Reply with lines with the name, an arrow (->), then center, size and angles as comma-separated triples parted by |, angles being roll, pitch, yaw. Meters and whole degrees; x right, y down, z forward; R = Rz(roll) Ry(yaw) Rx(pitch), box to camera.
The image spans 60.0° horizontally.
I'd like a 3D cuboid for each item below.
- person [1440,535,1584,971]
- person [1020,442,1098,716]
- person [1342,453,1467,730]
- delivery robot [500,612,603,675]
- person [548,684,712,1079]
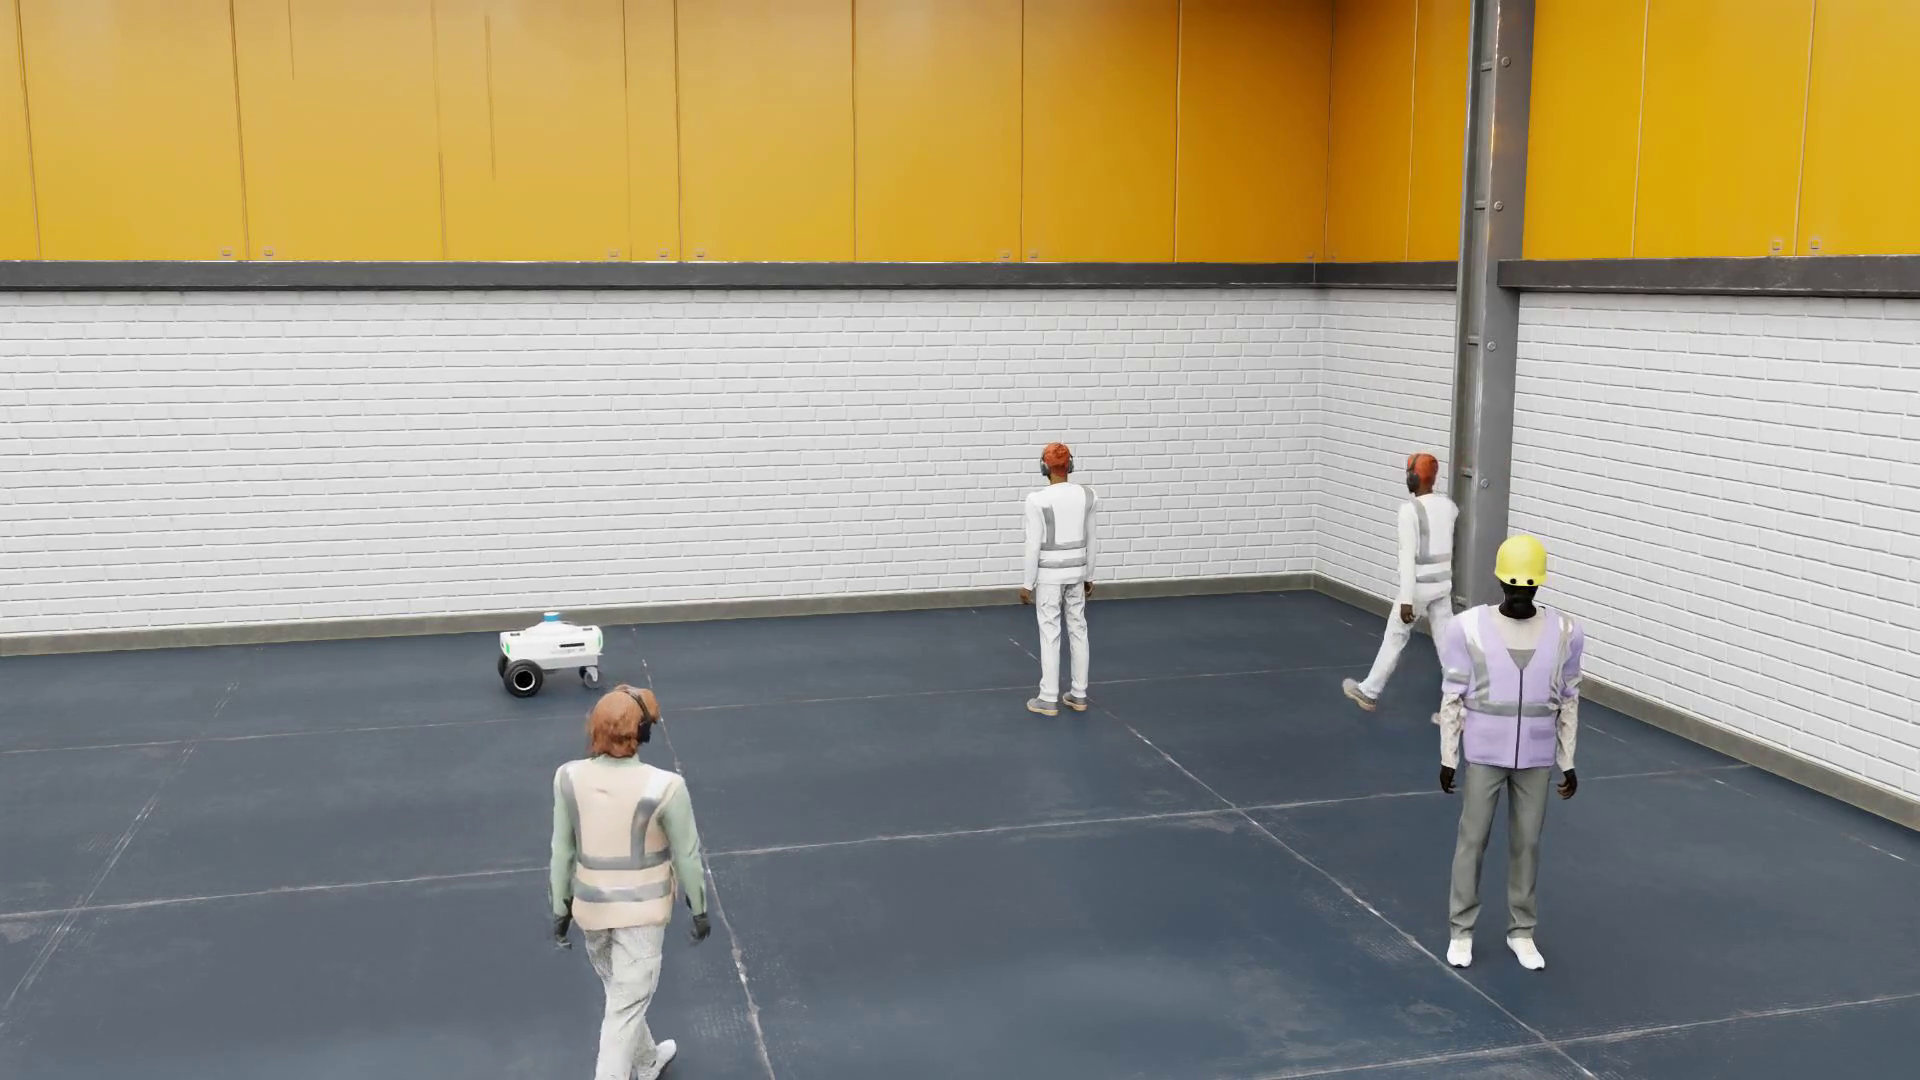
person -> 2.388, 0.924, 7.218 | 0.594, 1.922, 0.385 | 1, 9, 5
person -> 0.681, 0.265, 11.449 | 0.573, 1.887, 0.354 | -5, 10, -28
person -> 3.089, 0.324, 11.258 | 0.611, 1.822, 1.008 | -6, 11, -35
delivery robot -> -2.975, 0.772, 12.135 | 0.707, 0.478, 0.477 | -3, 10, -21
person -> -1.128, 1.293, 5.894 | 0.535, 1.596, 0.818 | 3, 10, 19
